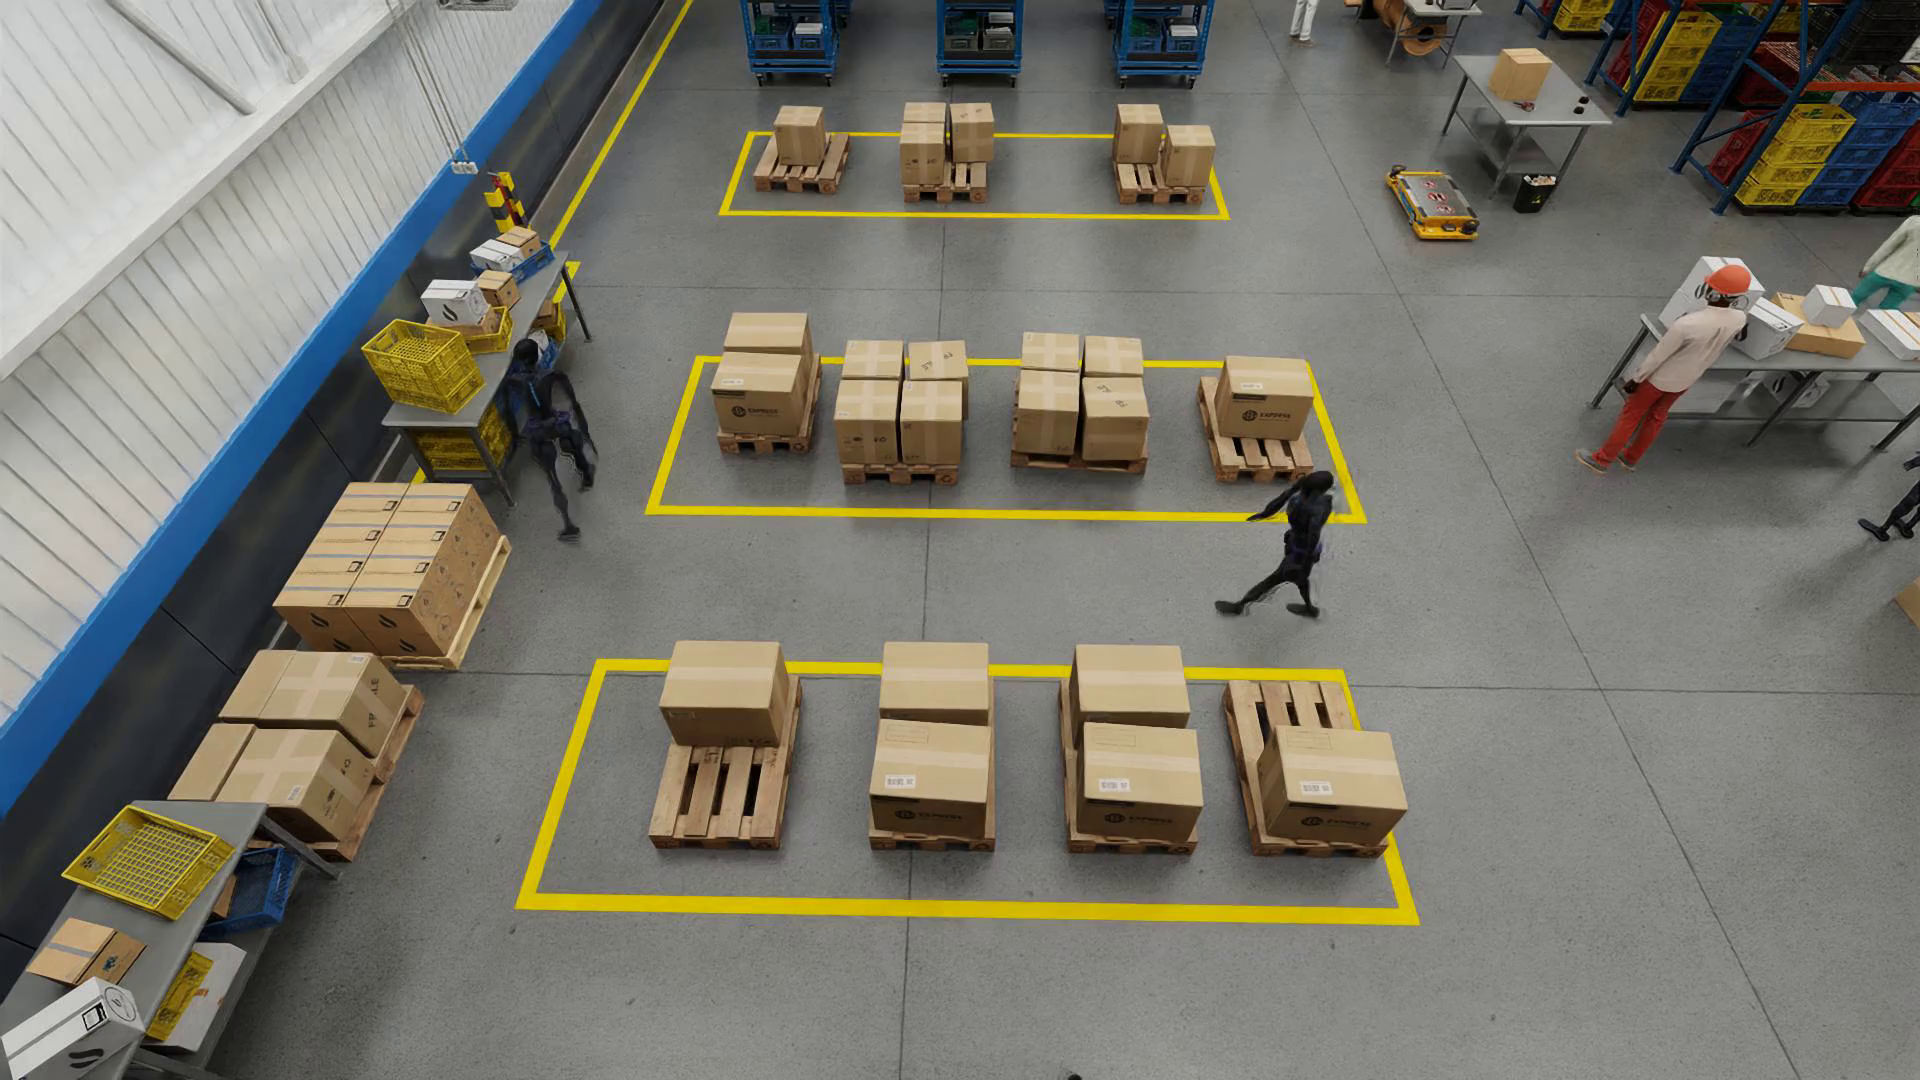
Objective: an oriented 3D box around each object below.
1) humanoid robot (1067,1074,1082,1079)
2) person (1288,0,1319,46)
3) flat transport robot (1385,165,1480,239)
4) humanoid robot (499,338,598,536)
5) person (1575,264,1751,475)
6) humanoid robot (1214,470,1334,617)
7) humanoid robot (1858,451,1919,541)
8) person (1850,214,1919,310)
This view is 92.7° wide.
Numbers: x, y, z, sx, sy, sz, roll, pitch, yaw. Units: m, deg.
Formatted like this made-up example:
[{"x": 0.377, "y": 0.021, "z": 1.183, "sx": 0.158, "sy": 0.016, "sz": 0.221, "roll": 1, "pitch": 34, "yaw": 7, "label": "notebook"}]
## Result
[{"x": 0.368, "y": 2.791, "z": 4.185, "sx": 0.349, "sy": 1.651, "sz": 0.645, "roll": 23, "pitch": 53, "yaw": 19, "label": "humanoid robot"}, {"x": 5.386, "y": -8.518, "z": 13.839, "sx": 0.361, "sy": 1.882, "sz": 0.573, "roll": -15, "pitch": 51, "yaw": -13, "label": "person"}, {"x": 5.692, "y": -4.094, "z": 11.059, "sx": 0.652, "sy": 0.197, "sz": 1.431, "roll": 1, "pitch": 49, "yaw": 1, "label": "flat transport robot"}, {"x": -3.309, "y": -0.800, "z": 7.344, "sx": 0.647, "sy": 1.610, "sz": 0.852, "roll": -15, "pitch": 51, "yaw": -12, "label": "humanoid robot"}, {"x": 5.852, "y": -1.372, "z": 7.586, "sx": 0.614, "sy": 1.986, "sz": 0.399, "roll": -8, "pitch": 50, "yaw": -7, "label": "person"}, {"x": 2.421, "y": 0.046, "z": 6.600, "sx": 0.820, "sy": 1.614, "sz": 0.601, "roll": 11, "pitch": 50, "yaw": 9, "label": "humanoid robot"}, {"x": 7.837, "y": -0.656, "z": 7.158, "sx": 0.585, "sy": 1.660, "sz": 0.331, "roll": -5, "pitch": 49, "yaw": -4, "label": "humanoid robot"}, {"x": 8.948, "y": -2.524, "z": 8.741, "sx": 0.361, "sy": 1.746, "sz": 0.543, "roll": -31, "pitch": 56, "yaw": -24, "label": "person"}]
